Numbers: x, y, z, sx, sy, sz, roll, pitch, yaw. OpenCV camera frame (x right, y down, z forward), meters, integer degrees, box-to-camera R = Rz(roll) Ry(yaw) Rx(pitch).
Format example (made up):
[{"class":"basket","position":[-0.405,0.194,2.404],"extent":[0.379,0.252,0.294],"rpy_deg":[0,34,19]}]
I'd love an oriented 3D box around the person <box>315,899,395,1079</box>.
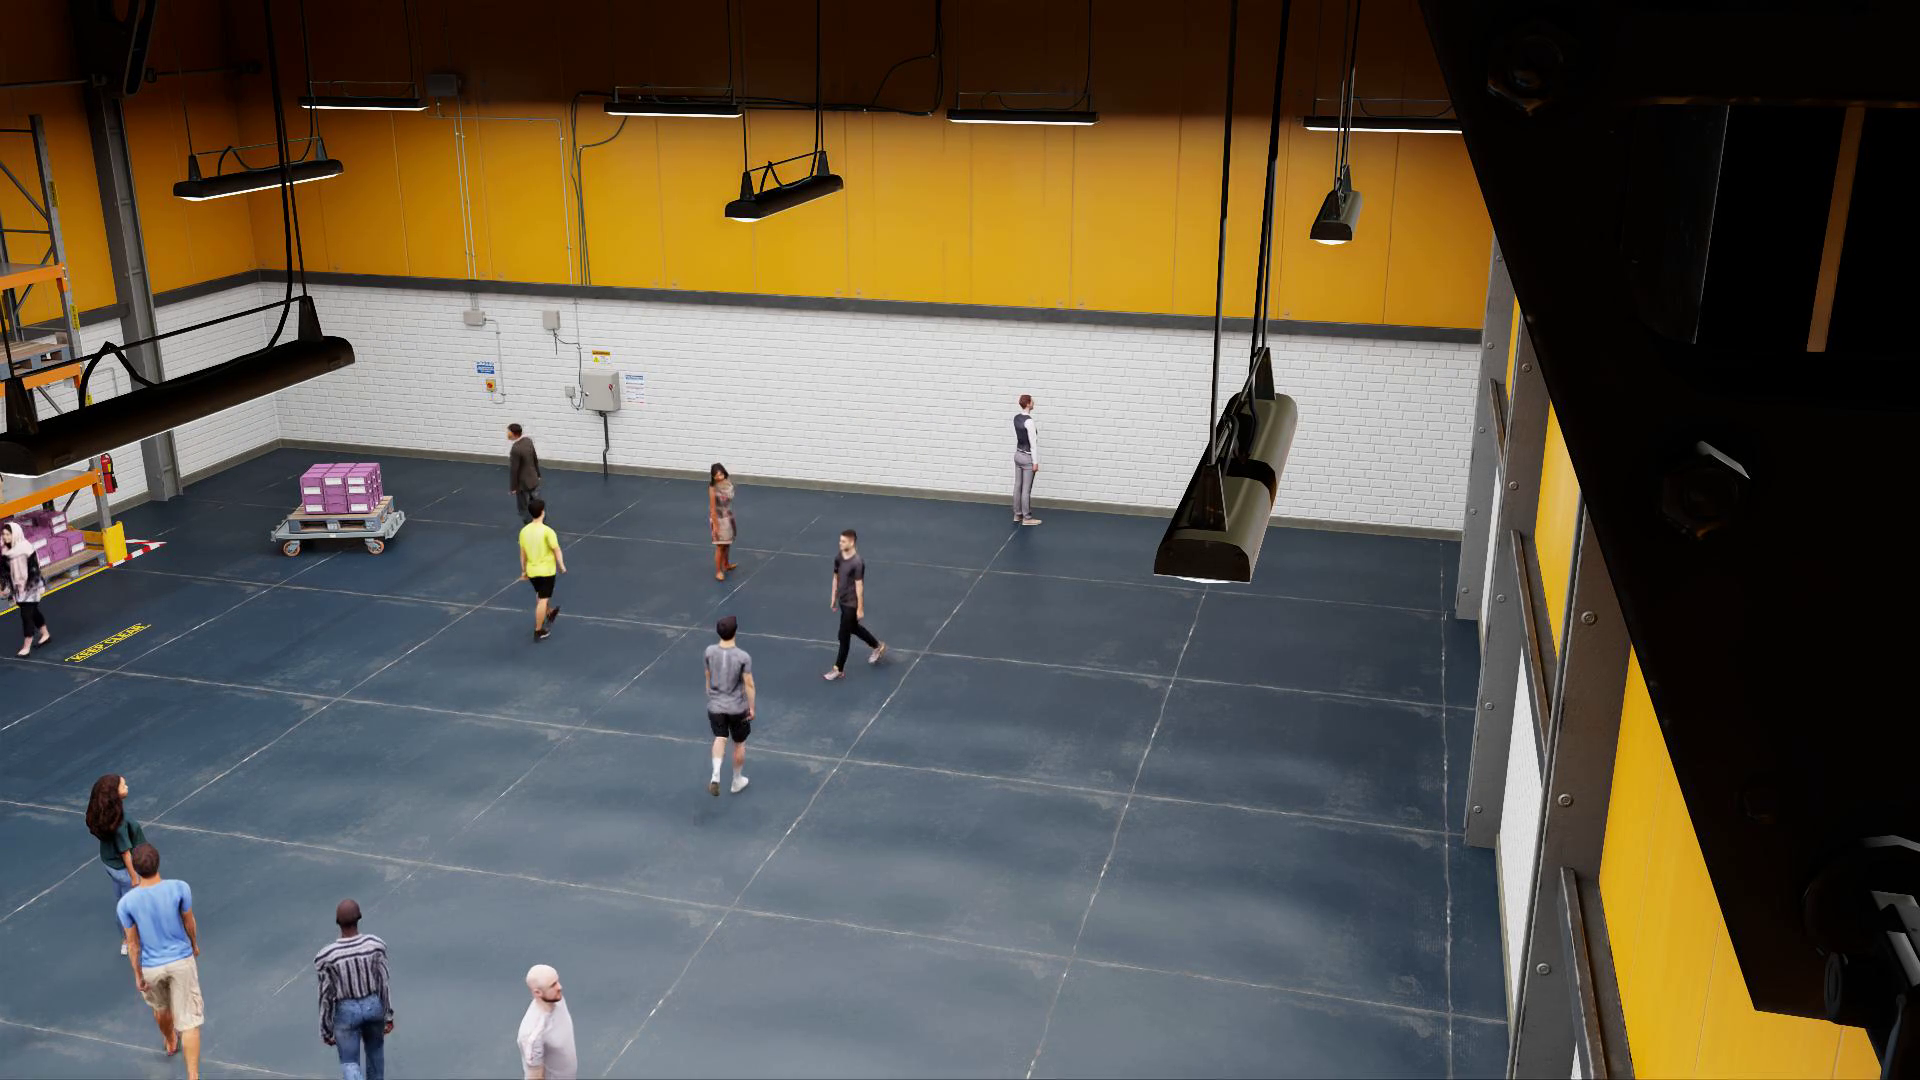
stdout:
[{"class":"person","position":[-4.036,3.304,11.275],"extent":[1.013,1.772,1.071],"rpy_deg":[-10,21,-28]}]

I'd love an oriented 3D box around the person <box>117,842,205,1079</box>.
[{"class":"person","position":[-5.641,3.072,11.866],"extent":[1.125,1.834,1.280],"rpy_deg":[-8,20,-22]}]

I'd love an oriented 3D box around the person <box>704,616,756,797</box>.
[{"class":"person","position":[-2.278,1.644,16.085],"extent":[0.675,1.849,0.838],"rpy_deg":[4,19,13]}]

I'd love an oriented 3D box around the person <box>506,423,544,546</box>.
[{"class":"person","position":[-6.092,-0.835,23.566],"extent":[0.862,1.771,0.496],"rpy_deg":[11,22,30]}]

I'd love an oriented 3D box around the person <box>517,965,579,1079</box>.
[{"class":"person","position":[-2.612,3.503,10.591],"extent":[0.762,1.830,0.568],"rpy_deg":[2,19,4]}]

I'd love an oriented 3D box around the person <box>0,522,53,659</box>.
[{"class":"person","position":[-11.042,0.540,19.741],"extent":[0.671,1.607,0.926],"rpy_deg":[3,19,10]}]

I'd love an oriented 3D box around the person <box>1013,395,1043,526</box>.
[{"class":"person","position":[0.959,-1.199,24.385],"extent":[0.798,1.939,0.735],"rpy_deg":[-10,21,-28]}]

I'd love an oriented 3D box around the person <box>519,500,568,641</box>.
[{"class":"person","position":[-5.096,0.394,20.077],"extent":[0.665,1.669,1.027],"rpy_deg":[6,20,19]}]

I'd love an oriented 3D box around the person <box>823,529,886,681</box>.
[{"class":"person","position":[-1.191,0.717,19.017],"extent":[1.216,1.733,1.081],"rpy_deg":[-14,23,-35]}]

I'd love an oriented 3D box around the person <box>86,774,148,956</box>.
[{"class":"person","position":[-6.783,2.644,13.479],"extent":[0.706,1.617,0.737],"rpy_deg":[17,25,41]}]

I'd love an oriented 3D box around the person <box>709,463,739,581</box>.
[{"class":"person","position":[-3.162,-0.286,22.171],"extent":[0.871,1.621,0.586],"rpy_deg":[5,19,15]}]
